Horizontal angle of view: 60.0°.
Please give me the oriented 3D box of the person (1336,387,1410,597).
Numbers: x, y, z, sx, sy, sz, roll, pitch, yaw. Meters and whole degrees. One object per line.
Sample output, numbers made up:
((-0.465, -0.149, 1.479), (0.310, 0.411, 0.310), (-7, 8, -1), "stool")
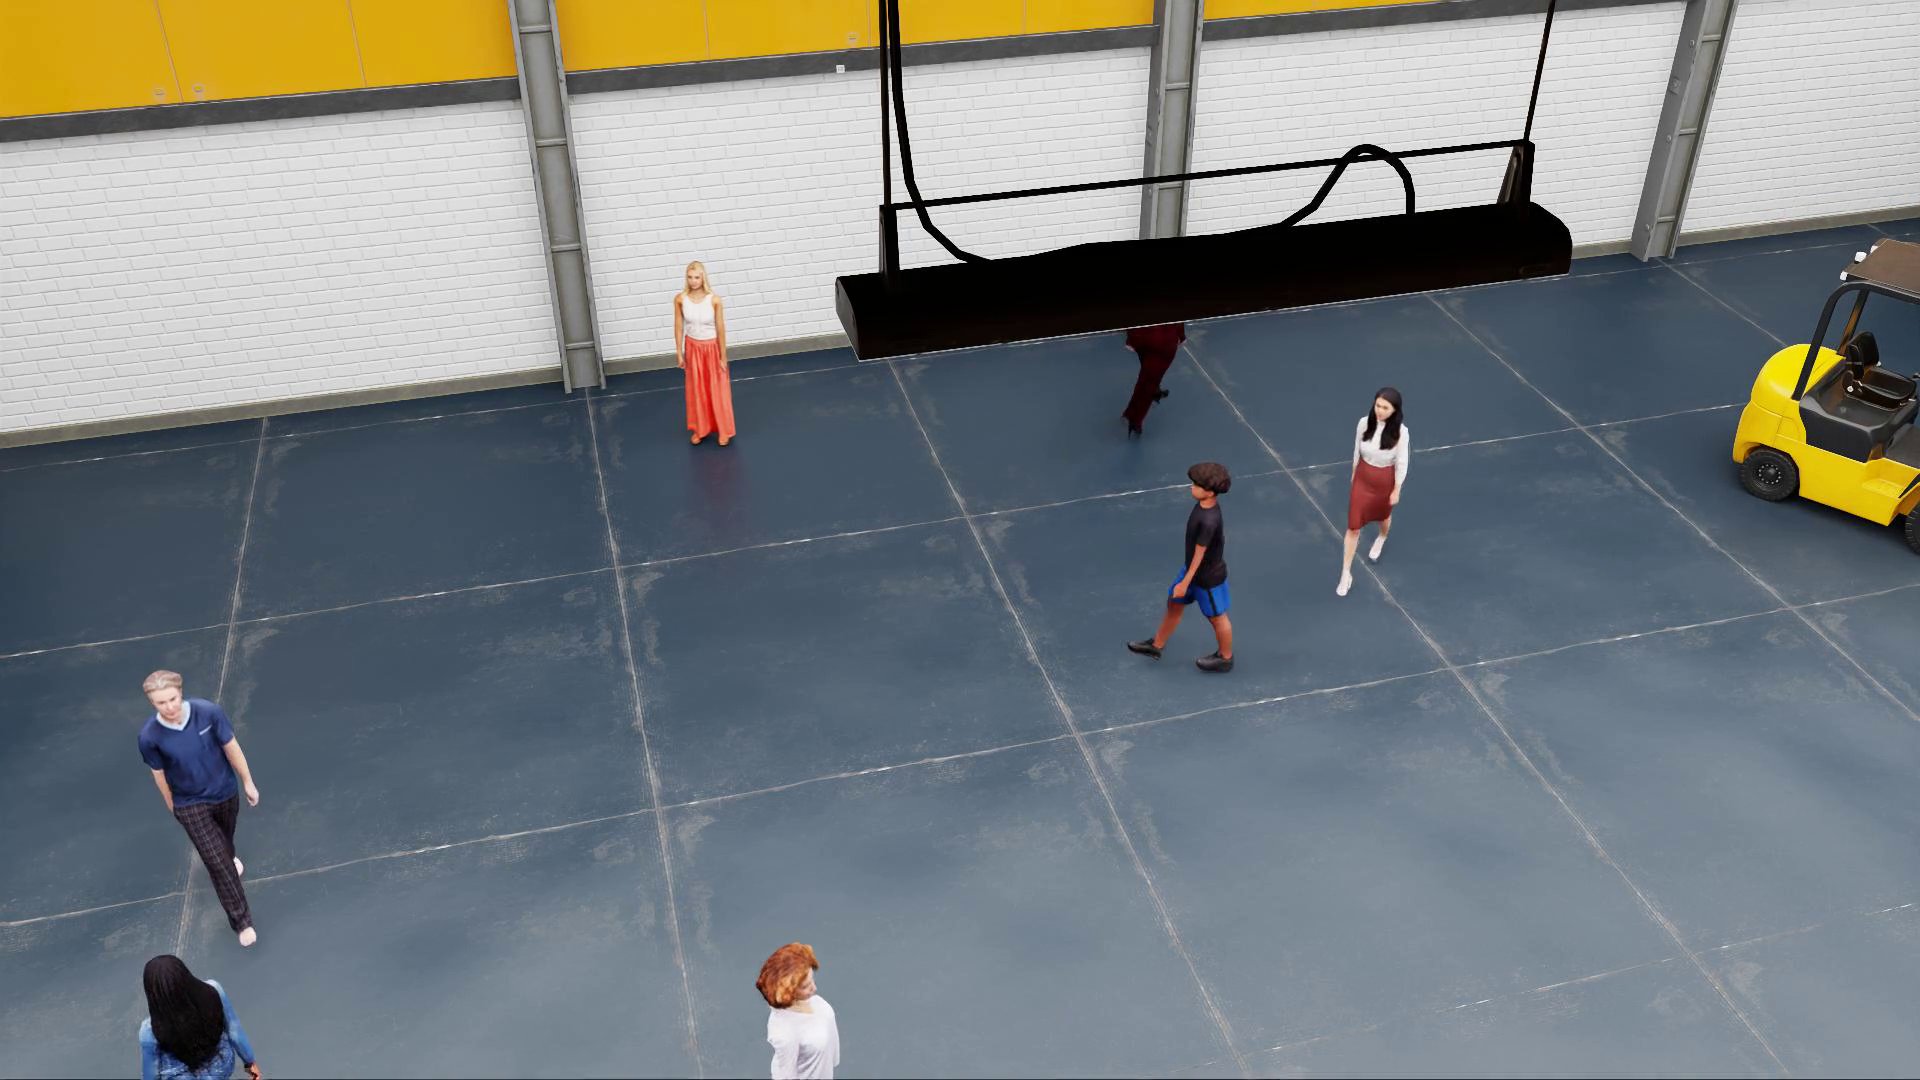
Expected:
((3.333, -0.440, 13.203), (1.049, 1.706, 1.131), (20, 39, 27), "person")

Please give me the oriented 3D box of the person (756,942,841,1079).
((-0.834, 2.709, 8.460), (0.715, 1.712, 0.727), (3, 34, 5), "person")

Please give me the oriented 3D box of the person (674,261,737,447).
((-2.300, -1.684, 14.991), (0.653, 1.799, 0.769), (4, 34, 6), "person")

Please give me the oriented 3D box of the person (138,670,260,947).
((-4.631, 1.509, 10.171), (1.233, 1.817, 1.064), (-24, 40, -31), "person")

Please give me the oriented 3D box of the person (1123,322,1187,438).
((1.722, -1.737, 15.158), (1.097, 1.702, 1.228), (22, 40, 30), "person")

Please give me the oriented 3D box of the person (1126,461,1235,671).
((1.874, 0.233, 12.143), (1.095, 1.758, 0.771), (-2, 34, -3), "person")

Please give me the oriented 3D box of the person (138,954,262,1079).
((-3.736, 2.788, 8.390), (1.188, 1.659, 1.183), (21, 39, 28), "person")
